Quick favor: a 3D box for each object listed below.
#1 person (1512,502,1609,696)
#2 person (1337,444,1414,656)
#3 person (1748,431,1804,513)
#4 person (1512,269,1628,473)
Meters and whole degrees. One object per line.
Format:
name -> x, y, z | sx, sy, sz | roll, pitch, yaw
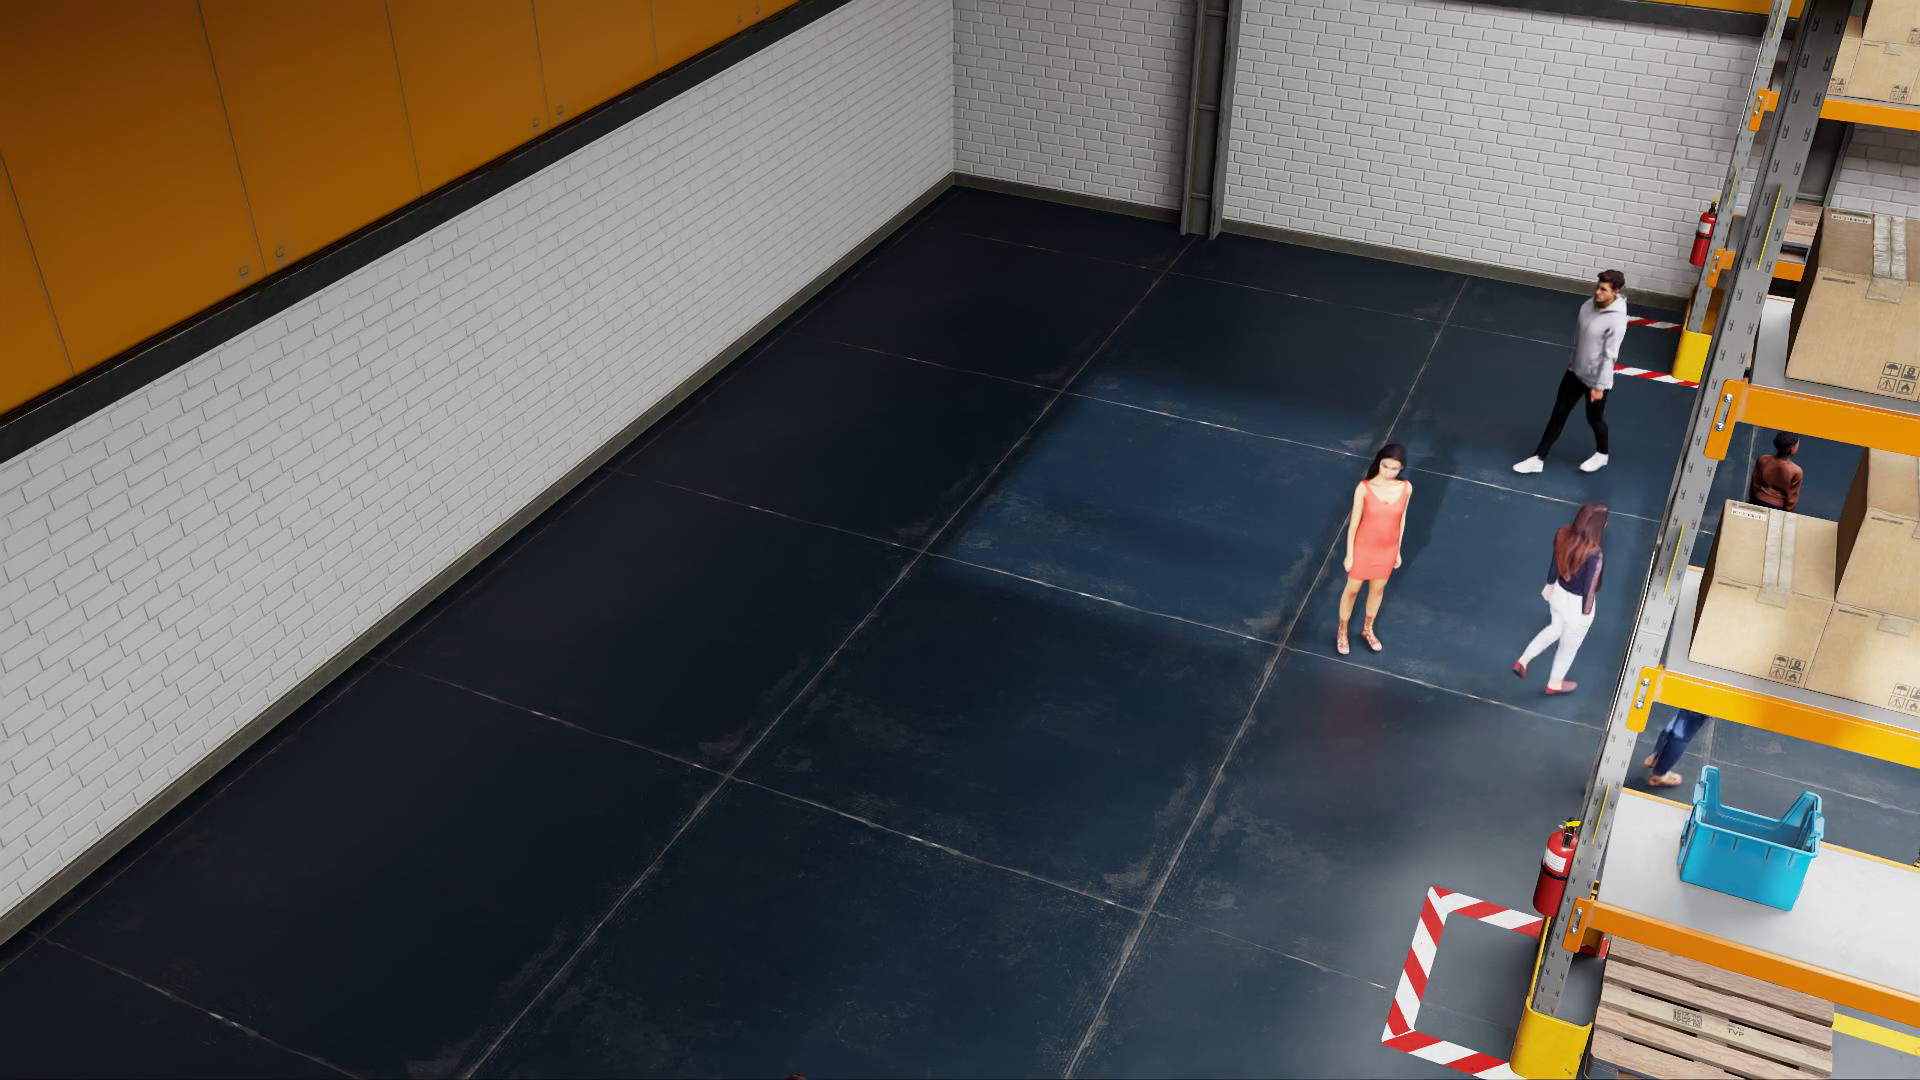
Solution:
person -> 4.191, 0.448, 11.545 | 0.882, 1.597, 0.814 | -9, 35, -13
person -> 2.994, 0.053, 12.031 | 0.630, 1.718, 0.726 | -4, 34, -6
person -> 6.310, -0.294, 12.970 | 0.638, 1.256, 0.513 | -28, 43, -35
person -> 5.401, -1.393, 14.055 | 1.210, 1.885, 1.177 | -13, 36, -19
